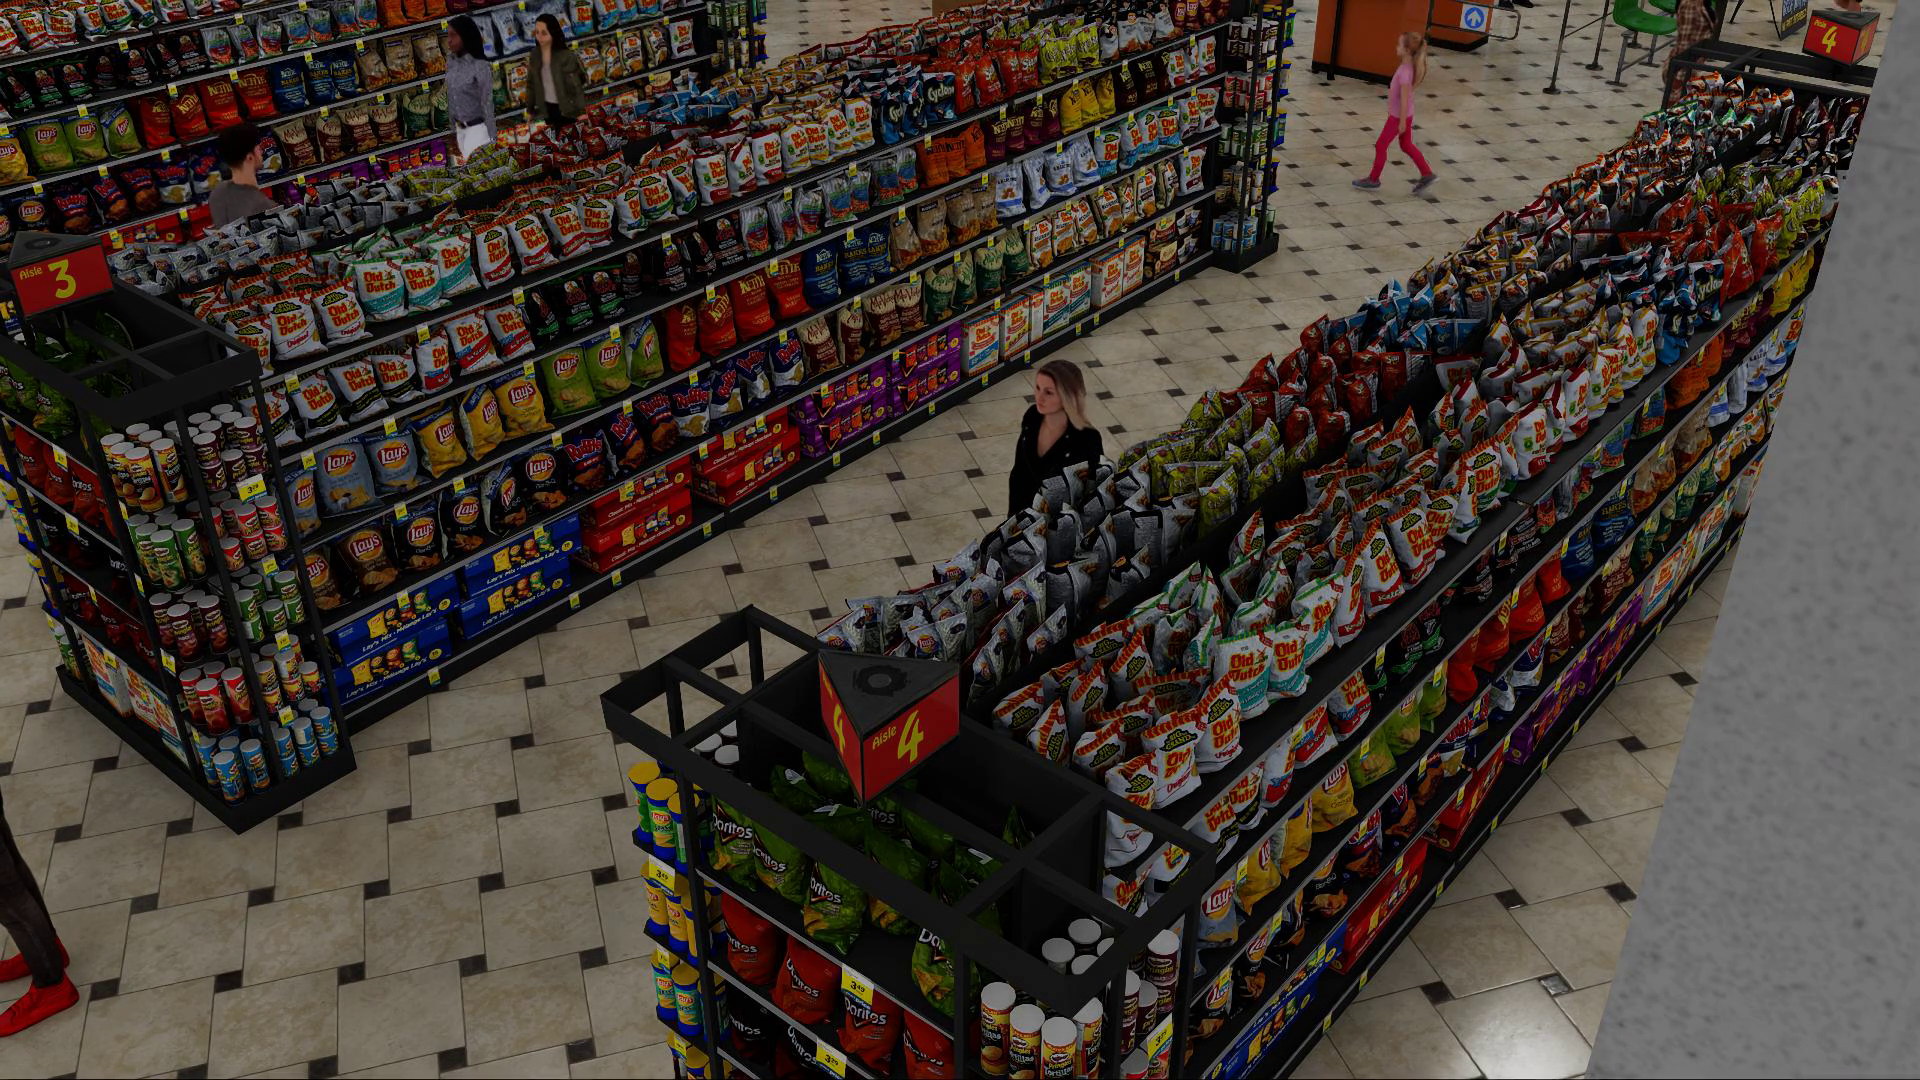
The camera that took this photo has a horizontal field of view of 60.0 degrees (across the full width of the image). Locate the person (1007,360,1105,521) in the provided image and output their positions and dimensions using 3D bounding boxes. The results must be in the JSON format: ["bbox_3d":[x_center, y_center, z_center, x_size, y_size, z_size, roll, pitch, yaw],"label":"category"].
[{"bbox_3d":[0.415,-0.011,7.165,0.606,1.685,0.516,24,39,33],"label":"person"}]

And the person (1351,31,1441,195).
[{"bbox_3d":[3.463,-3.271,12.809,0.739,1.258,0.886,13,34,20],"label":"person"}]

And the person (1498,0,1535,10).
[{"bbox_3d":[6.022,-6.585,17.603,0.674,1.820,0.807,-11,34,-18],"label":"person"}]

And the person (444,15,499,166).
[{"bbox_3d":[-3.307,-2.802,11.640,0.619,1.696,1.104,25,40,34],"label":"person"}]

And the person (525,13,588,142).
[{"bbox_3d":[-2.985,-3.250,12.597,0.729,1.446,0.943,16,35,24],"label":"person"}]

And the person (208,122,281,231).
[{"bbox_3d":[-3.832,-1.265,9.014,0.866,1.862,1.256,15,35,23],"label":"person"}]

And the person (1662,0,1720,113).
[{"bbox_3d":[5.552,-3.586,12.808,0.657,1.793,0.511,20,37,28],"label":"person"}]
